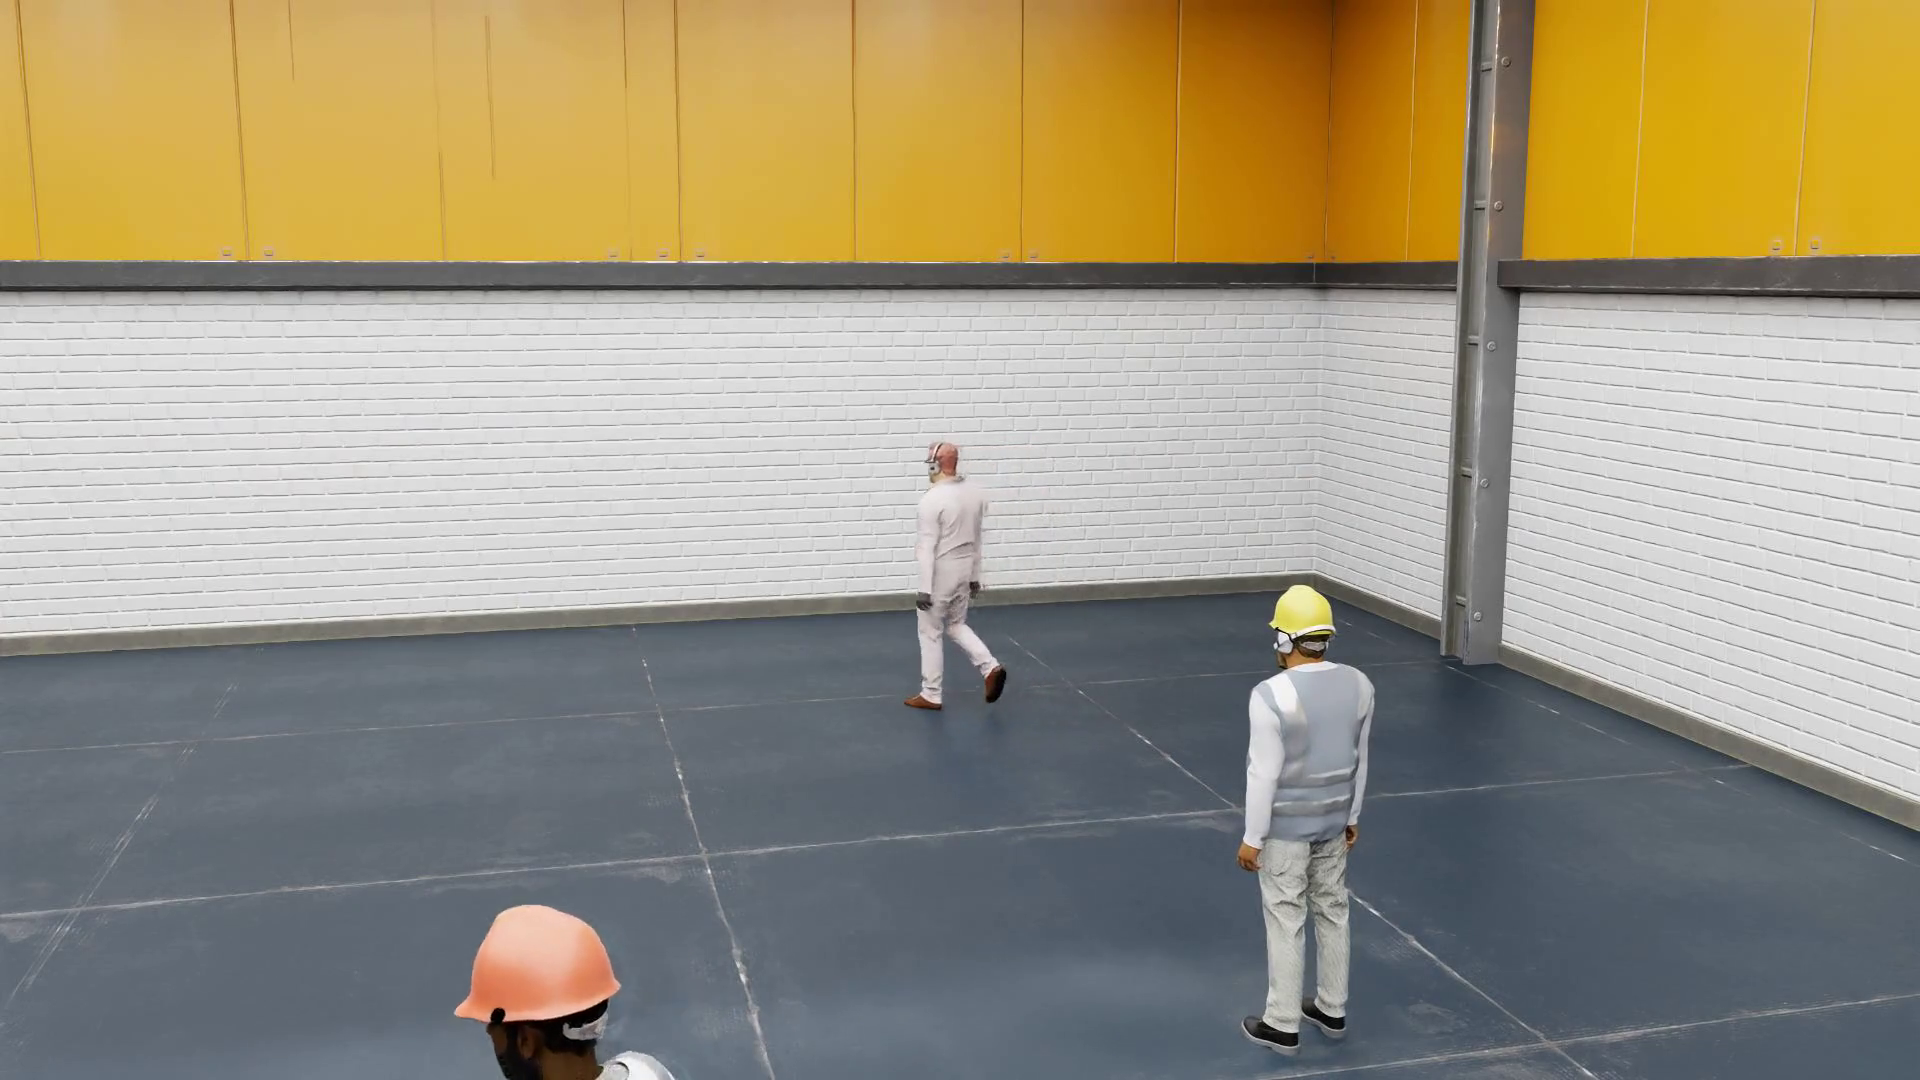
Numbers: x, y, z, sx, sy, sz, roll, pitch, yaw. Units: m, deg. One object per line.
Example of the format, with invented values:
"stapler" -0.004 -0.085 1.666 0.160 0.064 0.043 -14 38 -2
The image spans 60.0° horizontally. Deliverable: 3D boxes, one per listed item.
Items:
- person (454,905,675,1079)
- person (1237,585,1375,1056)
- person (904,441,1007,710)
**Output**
"person" -0.576 1.601 3.051 0.686 1.909 0.595 2 9 12
"person" 1.327 1.084 6.503 0.599 1.830 0.403 -5 11 -30
"person" -0.056 0.264 11.460 0.645 1.890 0.649 6 11 34
